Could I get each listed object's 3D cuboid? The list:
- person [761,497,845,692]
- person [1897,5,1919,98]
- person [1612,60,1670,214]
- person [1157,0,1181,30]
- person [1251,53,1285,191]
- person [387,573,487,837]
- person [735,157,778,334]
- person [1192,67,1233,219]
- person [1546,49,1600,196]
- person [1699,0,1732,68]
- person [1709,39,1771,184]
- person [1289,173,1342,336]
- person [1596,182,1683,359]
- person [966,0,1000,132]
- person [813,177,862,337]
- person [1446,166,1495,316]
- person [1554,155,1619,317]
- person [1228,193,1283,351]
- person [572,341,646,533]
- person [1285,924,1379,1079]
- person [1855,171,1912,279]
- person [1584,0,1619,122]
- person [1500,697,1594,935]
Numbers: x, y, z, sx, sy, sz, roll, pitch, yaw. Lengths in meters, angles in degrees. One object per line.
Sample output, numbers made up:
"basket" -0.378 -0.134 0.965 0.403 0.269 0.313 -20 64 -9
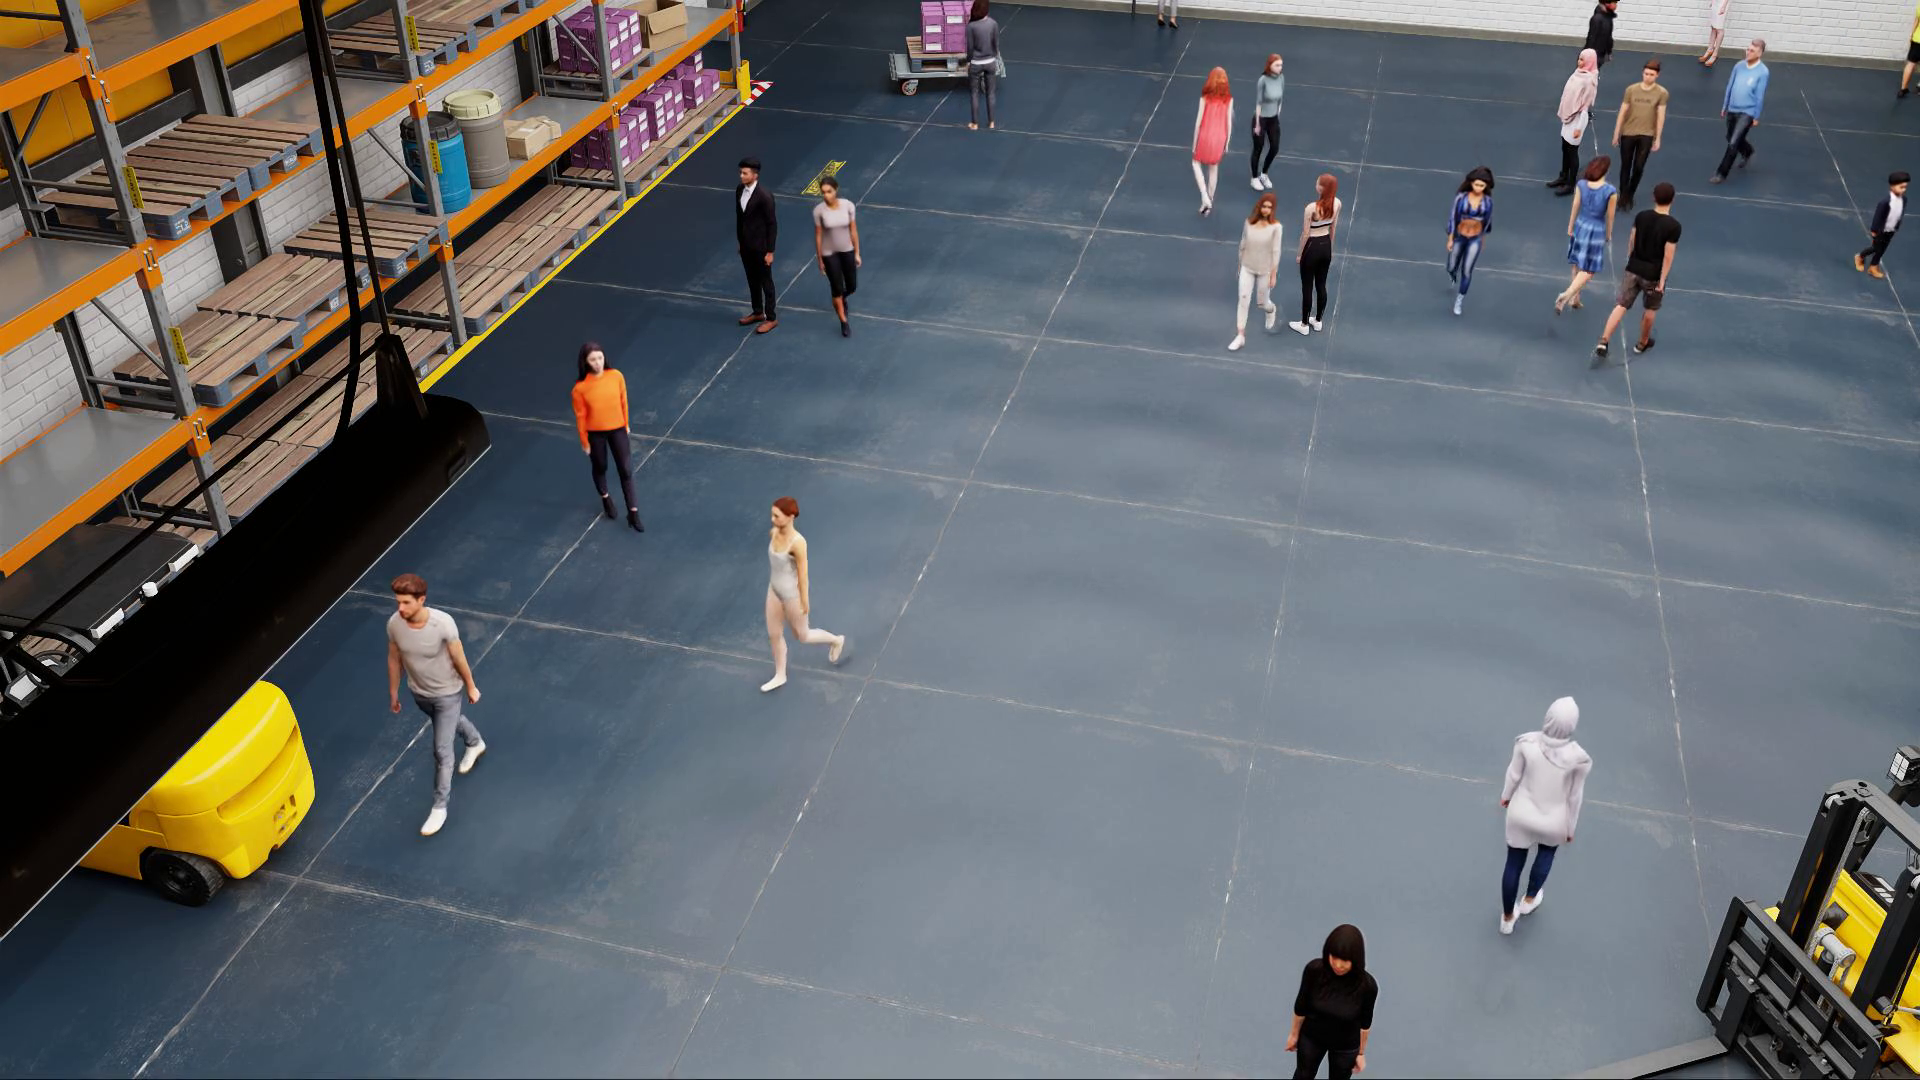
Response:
"person" -1.203 0.376 12.336 1.014 1.623 0.863 -26 42 -33
"person" 13.629 -7.085 23.498 0.859 1.693 0.805 -23 40 -30
"person" 8.206 -4.902 20.077 0.776 1.843 0.752 19 38 26
"person" 3.328 -8.964 26.340 0.697 1.677 0.692 21 39 29
"person" 3.735 -5.193 20.619 0.704 1.729 0.750 -13 36 -19
"person" -3.501 0.964 11.251 0.671 1.845 1.189 8 35 12
"person" -2.112 -3.096 17.325 0.773 1.884 0.736 27 42 34
"person" 3.005 -4.671 19.760 0.756 1.811 0.819 -6 34 -8
"person" 7.594 -5.163 20.510 0.753 1.800 0.623 -2 34 -4
"person" 11.338 -7.964 24.731 0.683 1.793 0.504 0 34 0
"person" 9.884 -5.405 20.879 1.156 1.794 1.097 -18 37 -24
"person" 3.712 -2.976 17.273 0.670 1.740 0.711 -14 36 -20
"person" 6.829 -2.665 16.726 0.989 1.829 1.217 28 43 35
"person" 0.300 -6.430 22.445 0.693 1.767 0.697 -8 35 -13
"person" -1.289 -2.988 17.303 0.836 1.727 0.916 -10 35 -15
"person" 5.410 -3.226 17.774 0.601 1.602 0.808 8 34 12
"person" 6.568 -3.134 17.470 1.118 1.786 0.997 -26 42 -33
"person" 3.085 -2.786 17.033 0.782 1.690 1.030 21 39 28
"person" -3.066 -0.938 14.220 0.949 1.726 1.013 -17 37 -24
"person" 1.978 2.653 8.893 0.582 1.642 0.509 11 35 16
"person" 10.323 -3.549 18.609 0.634 1.217 0.696 -10 35 -15
"person" 8.637 -6.679 22.822 0.799 1.765 0.680 26 42 34
"person" 3.505 1.740 10.154 0.718 1.767 0.761 18 38 25
